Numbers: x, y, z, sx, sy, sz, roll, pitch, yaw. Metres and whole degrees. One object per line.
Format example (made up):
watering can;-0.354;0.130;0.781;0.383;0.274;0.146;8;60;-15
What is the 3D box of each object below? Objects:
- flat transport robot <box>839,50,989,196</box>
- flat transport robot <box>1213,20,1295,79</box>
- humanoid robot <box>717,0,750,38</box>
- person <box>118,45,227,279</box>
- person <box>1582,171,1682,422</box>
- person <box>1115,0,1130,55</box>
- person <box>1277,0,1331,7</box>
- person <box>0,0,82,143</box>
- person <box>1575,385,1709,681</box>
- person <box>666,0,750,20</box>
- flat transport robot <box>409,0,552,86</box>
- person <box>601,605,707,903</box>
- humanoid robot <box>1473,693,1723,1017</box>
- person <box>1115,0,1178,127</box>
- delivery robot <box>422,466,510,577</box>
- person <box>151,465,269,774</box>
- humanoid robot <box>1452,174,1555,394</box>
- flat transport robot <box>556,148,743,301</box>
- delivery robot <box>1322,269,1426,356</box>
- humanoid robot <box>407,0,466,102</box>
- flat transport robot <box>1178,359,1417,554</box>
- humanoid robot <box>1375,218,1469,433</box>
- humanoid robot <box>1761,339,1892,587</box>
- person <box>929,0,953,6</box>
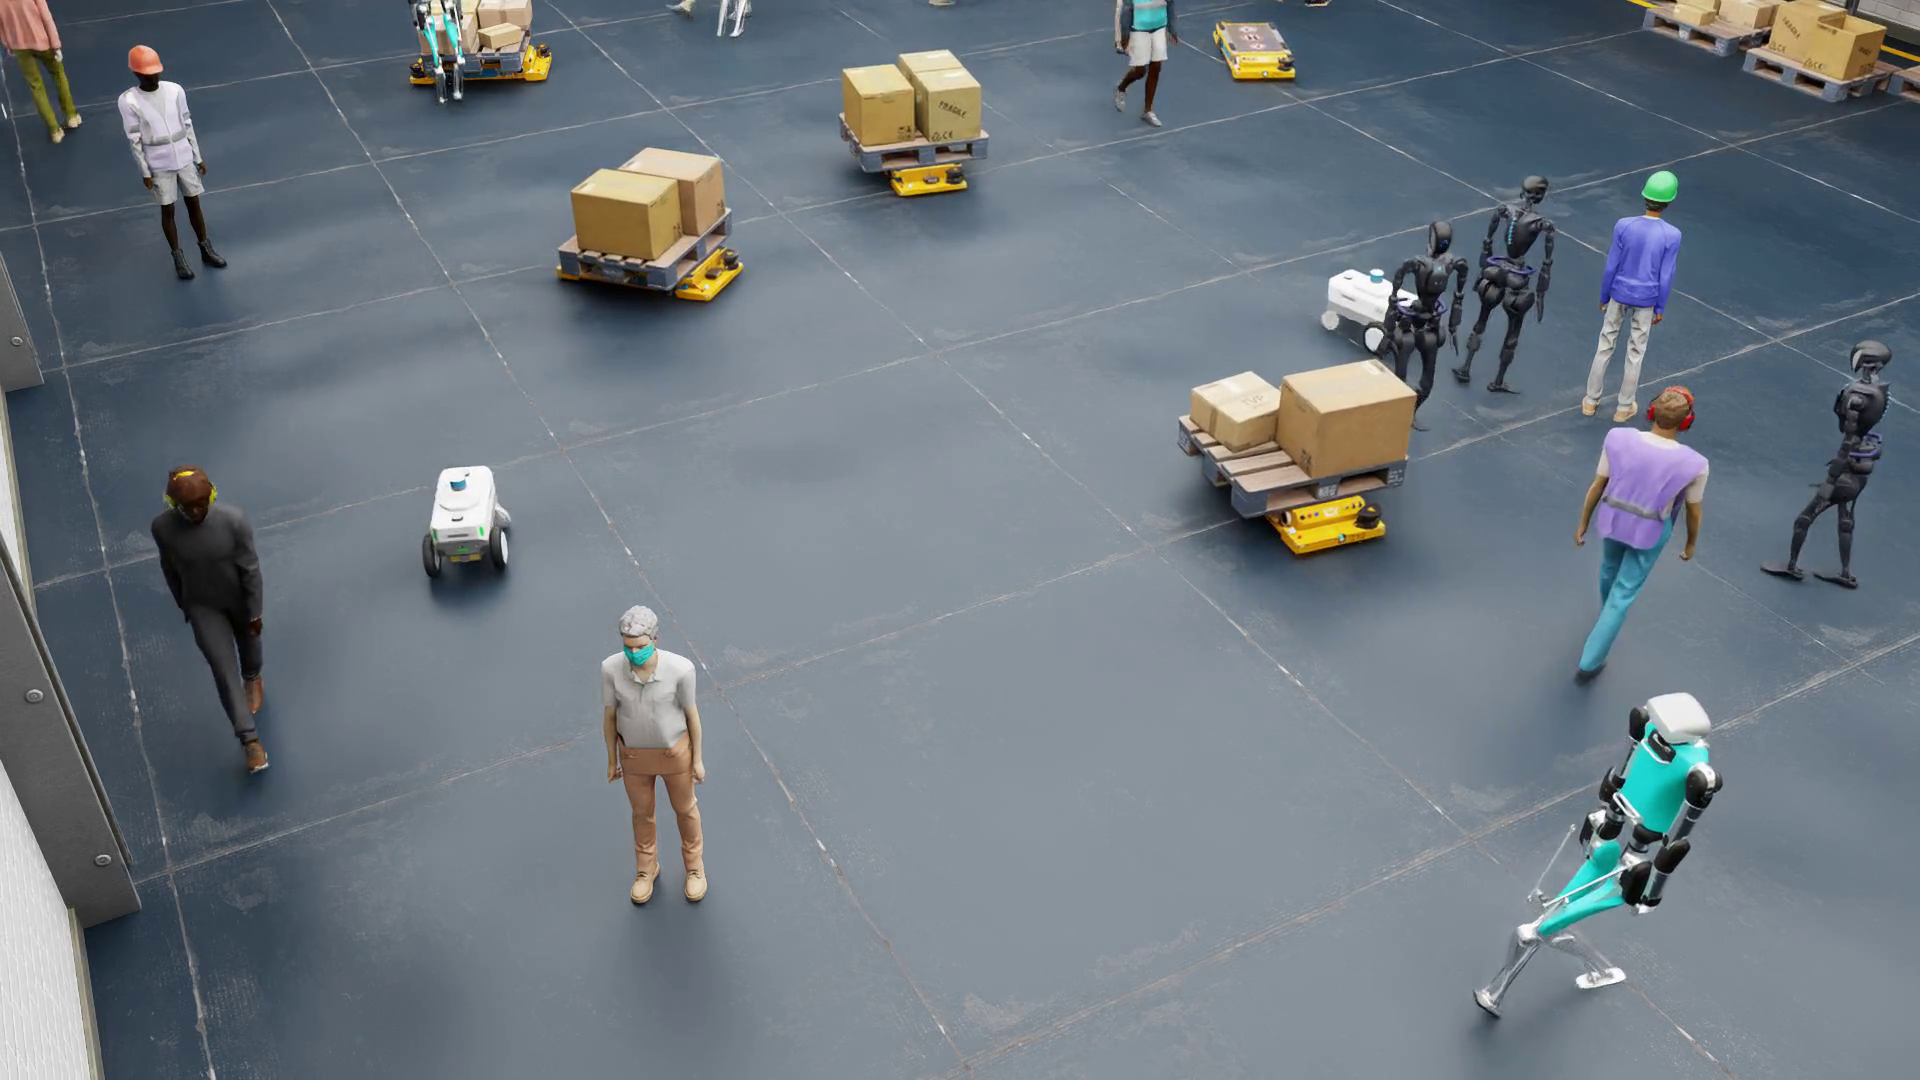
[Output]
flat transport robot;-0.454;-3.677;15.966;0.659;0.231;1.431;-10;36;-14
flat transport robot;3.264;-5.461;18.513;0.659;0.231;1.431;-1;35;-2
humanoid robot;-2.592;-6.558;18.827;0.537;1.830;0.656;10;36;14
person;-6.511;-3.123;13.722;0.355;1.938;0.541;28;44;34
person;4.764;-1.712;11.765;0.458;1.874;0.343;19;39;25
person;1.892;-6.248;18.410;0.374;1.675;0.466;3;35;4
person;4.078;-7.262;19.649;0.733;1.921;0.639;5;35;7
person;-9.097;-4.871;16.317;0.535;1.811;0.714;-13;37;-17
person;3.908;-0.089;9.502;0.596;1.793;0.938;26;43;32
person;-2.946;-6.881;19.210;0.986;1.789;0.567;-11;36;-15
flat transport robot;-5.212;-5.178;18.109;1.431;0.231;0.659;-3;35;-5
person;-1.460;1.030;7.956;0.474;1.747;0.320;-1;35;-1
humanoid robot;2.689;1.466;7.374;0.991;1.771;0.530;-8;36;-11
person;1.858;-5.100;16.557;0.583;1.915;0.539;-17;39;-23
delivery robot;-3.163;-0.125;10.662;0.523;0.614;0.786;-5;35;-8
person;-3.938;0.349;8.881;0.498;1.795;0.996;-12;37;-17
humanoid robot;4.017;-1.869;12.158;0.363;1.643;0.608;-26;43;-32
flat transport robot;-2.619;-2.326;14.037;1.431;0.231;0.659;11;37;16
delivery robot;3.248;-1.844;13.081;0.499;0.575;0.759;-27;43;-33
humanoid robot;-5.293;-5.242;16.951;0.541;1.816;0.754;-14;37;-19
flat transport robot;2.231;-0.414;11.307;0.659;0.231;1.431;-12;37;-16
humanoid robot;3.200;-1.472;11.590;0.589;1.650;0.338;-6;35;-8
humanoid robot;5.422;-0.444;10.137;0.534;1.633;0.601;23;41;29
person;0.097;-7.344;19.836;0.921;1.848;0.578;-7;36;-10
